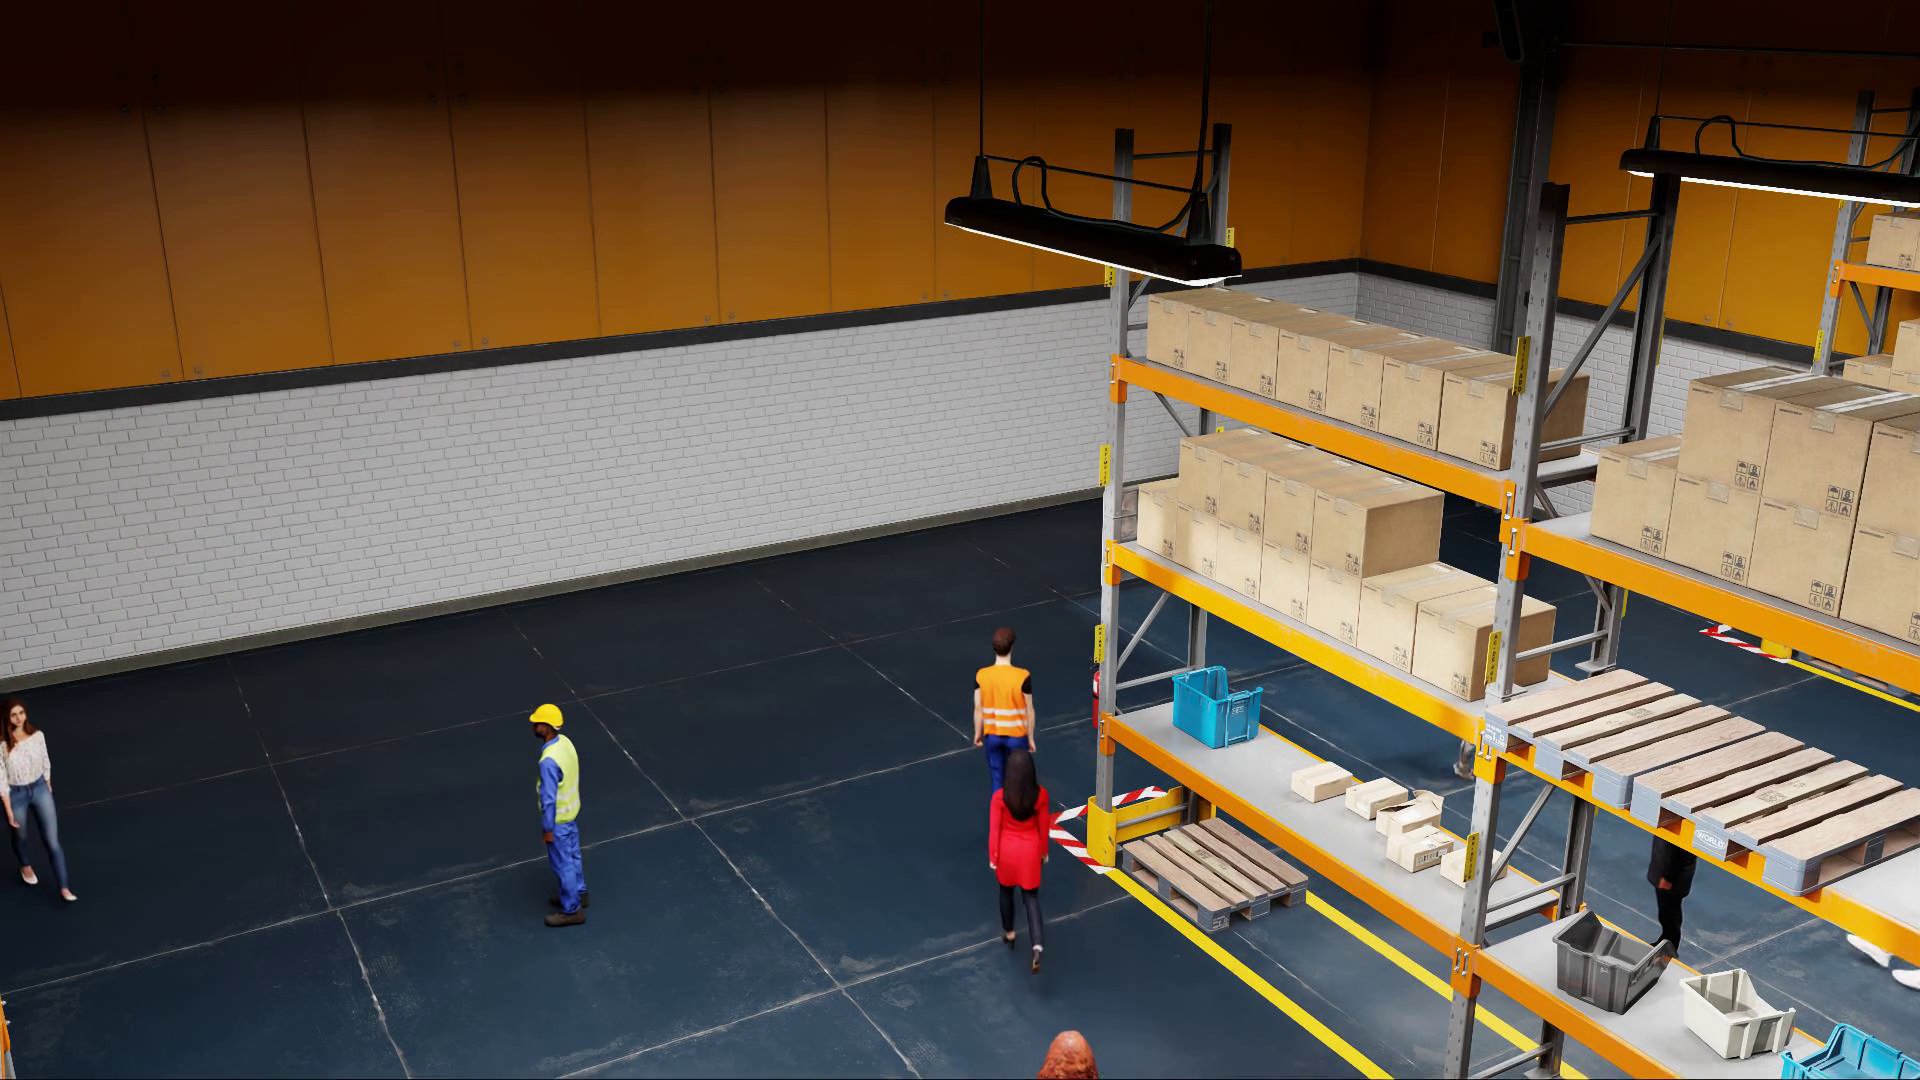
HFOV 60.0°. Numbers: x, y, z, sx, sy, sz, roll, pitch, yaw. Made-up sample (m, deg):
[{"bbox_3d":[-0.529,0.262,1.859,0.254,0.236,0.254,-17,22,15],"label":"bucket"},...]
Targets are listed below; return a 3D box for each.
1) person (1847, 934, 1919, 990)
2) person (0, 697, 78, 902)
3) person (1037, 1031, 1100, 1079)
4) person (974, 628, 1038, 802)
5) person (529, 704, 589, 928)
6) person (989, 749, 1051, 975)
[{"bbox_3d":[7.068,2.419,11.960,0.842,1.847,1.029,-17,25,-41],"label":"person"},{"bbox_3d":[-7.497,2.061,13.286,0.759,1.680,1.198,-16,25,-40],"label":"person"},{"bbox_3d":[0.604,3.477,8.867,0.706,1.817,0.708,-2,19,-6],"label":"person"},{"bbox_3d":[0.379,1.687,14.090,0.846,1.876,0.892,3,19,9],"label":"person"},{"bbox_3d":[-3.109,2.116,12.915,0.799,1.812,0.674,0,19,-1],"label":"person"},{"bbox_3d":[0.461,2.387,12.246,0.841,1.725,1.104,-3,19,-10],"label":"person"}]
